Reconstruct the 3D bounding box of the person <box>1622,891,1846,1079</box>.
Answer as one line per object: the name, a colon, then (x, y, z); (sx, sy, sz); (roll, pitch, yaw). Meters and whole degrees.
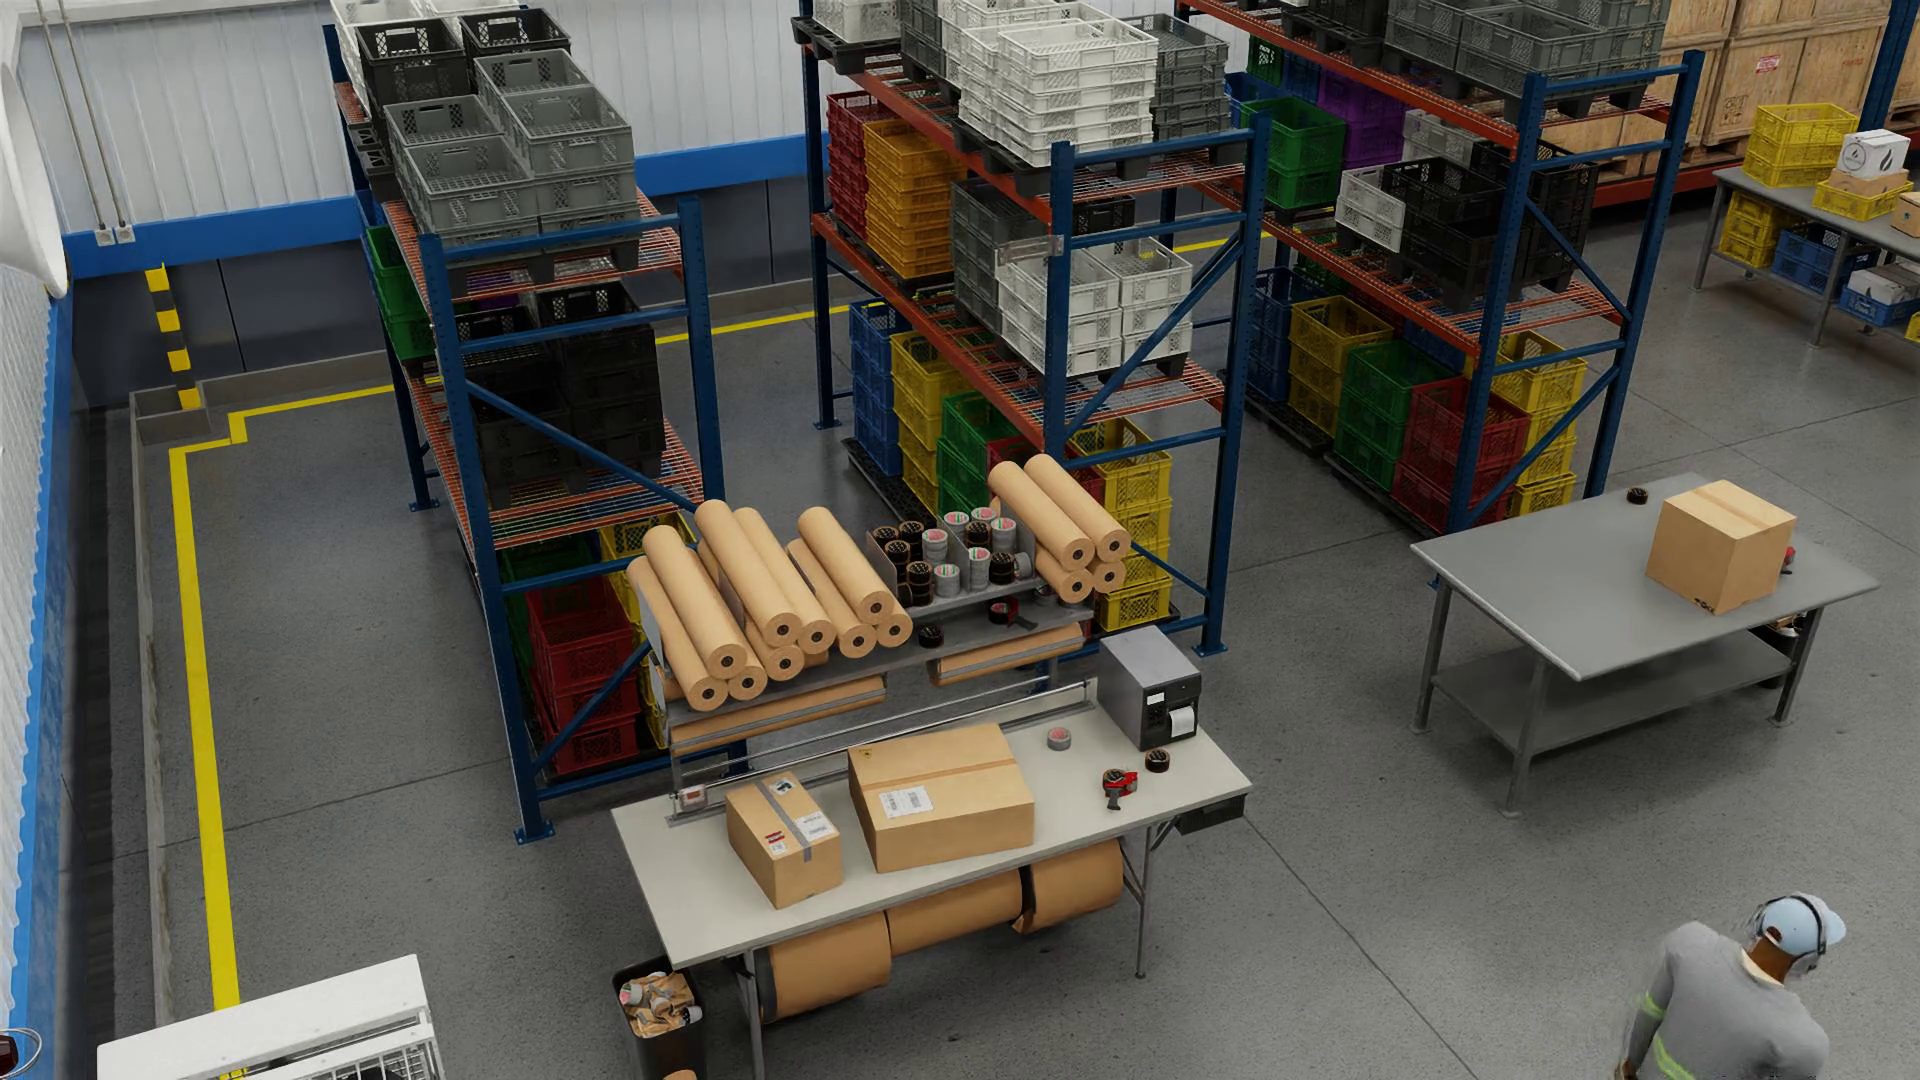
person: (2.449, 1.854, 5.474); (0.573, 1.822, 0.601); (-16, 35, -24)
